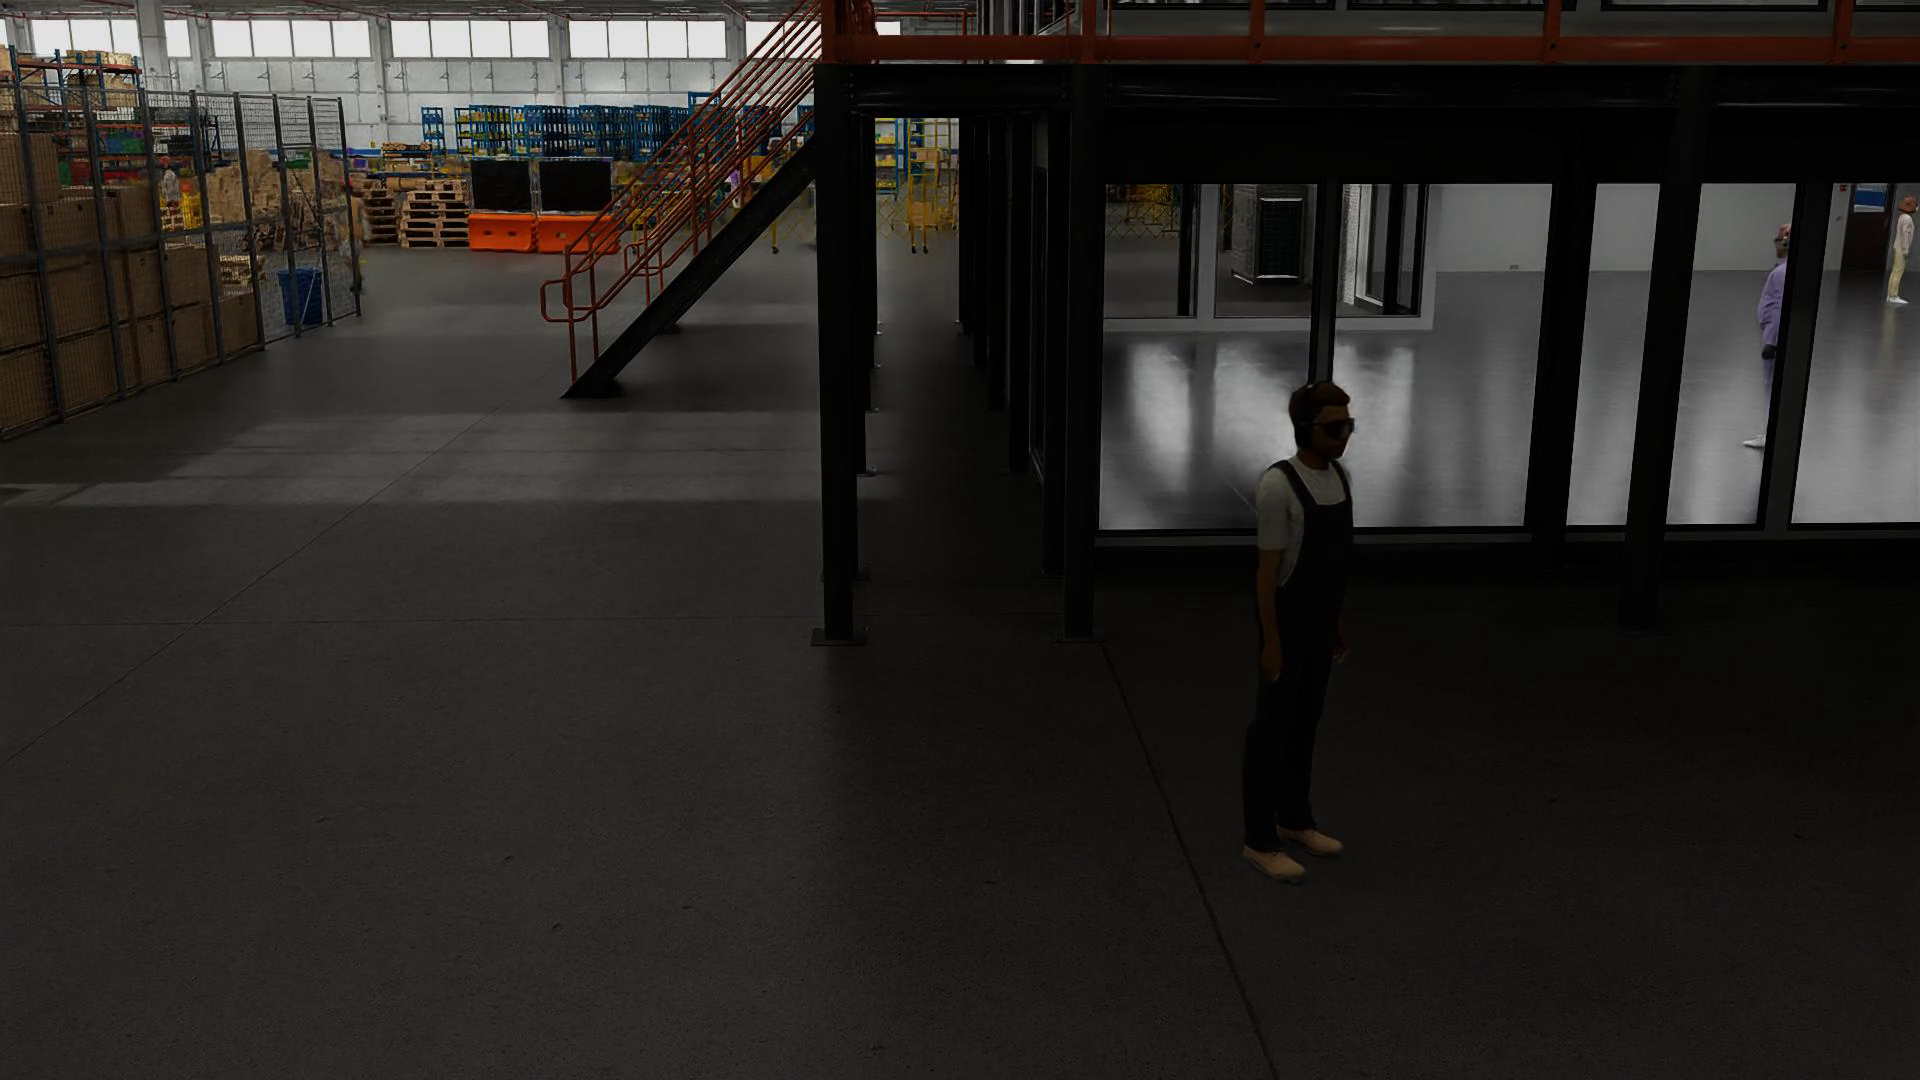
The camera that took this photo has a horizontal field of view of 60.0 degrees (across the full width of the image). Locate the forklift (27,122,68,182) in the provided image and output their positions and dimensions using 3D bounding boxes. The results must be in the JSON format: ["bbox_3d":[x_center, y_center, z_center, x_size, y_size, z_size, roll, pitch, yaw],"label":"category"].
[{"bbox_3d":[-35.376,-14.773,64.377,1.129,2.768,1.873,-1,14,-2],"label":"forklift"}]

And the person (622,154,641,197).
[{"bbox_3d":[-12.594,-13.942,63.661,0.858,1.583,0.515,-1,14,-5],"label":"person"}]

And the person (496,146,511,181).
[{"bbox_3d":[-19.025,-15.497,69.399,0.600,1.829,0.404,-3,14,-12],"label":"person"}]

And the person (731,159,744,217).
[{"bbox_3d":[-5.631,-8.767,42.284,0.356,1.937,0.552,1,14,4],"label":"person"}]

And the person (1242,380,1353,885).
[{"bbox_3d":[1.261,0.329,6.117,0.345,1.847,0.506,14,19,43],"label":"person"}]

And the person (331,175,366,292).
[{"bbox_3d":[-10.011,-5.017,27.345,0.567,1.914,0.660,-11,18,-38],"label":"person"}]

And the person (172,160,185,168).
[{"bbox_3d":[-30.732,-14.491,65.346,0.665,1.862,1.003,10,17,34],"label":"person"}]

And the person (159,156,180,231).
[{"bbox_3d":[-18.493,-7.970,38.979,0.383,1.996,0.609,-4,15,-14],"label":"person"}]

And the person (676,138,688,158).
[{"bbox_3d":[-14.135,-19.392,84.564,0.641,2.038,0.407,0,14,0],"label":"person"}]

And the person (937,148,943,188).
[{"bbox_3d":[-0.906,-16.226,72.445,0.329,1.767,0.528,4,15,17],"label":"person"}]

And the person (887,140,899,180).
[{"bbox_3d":[-3.312,-19.010,83.189,0.509,1.957,0.641,10,17,33],"label":"person"}]
